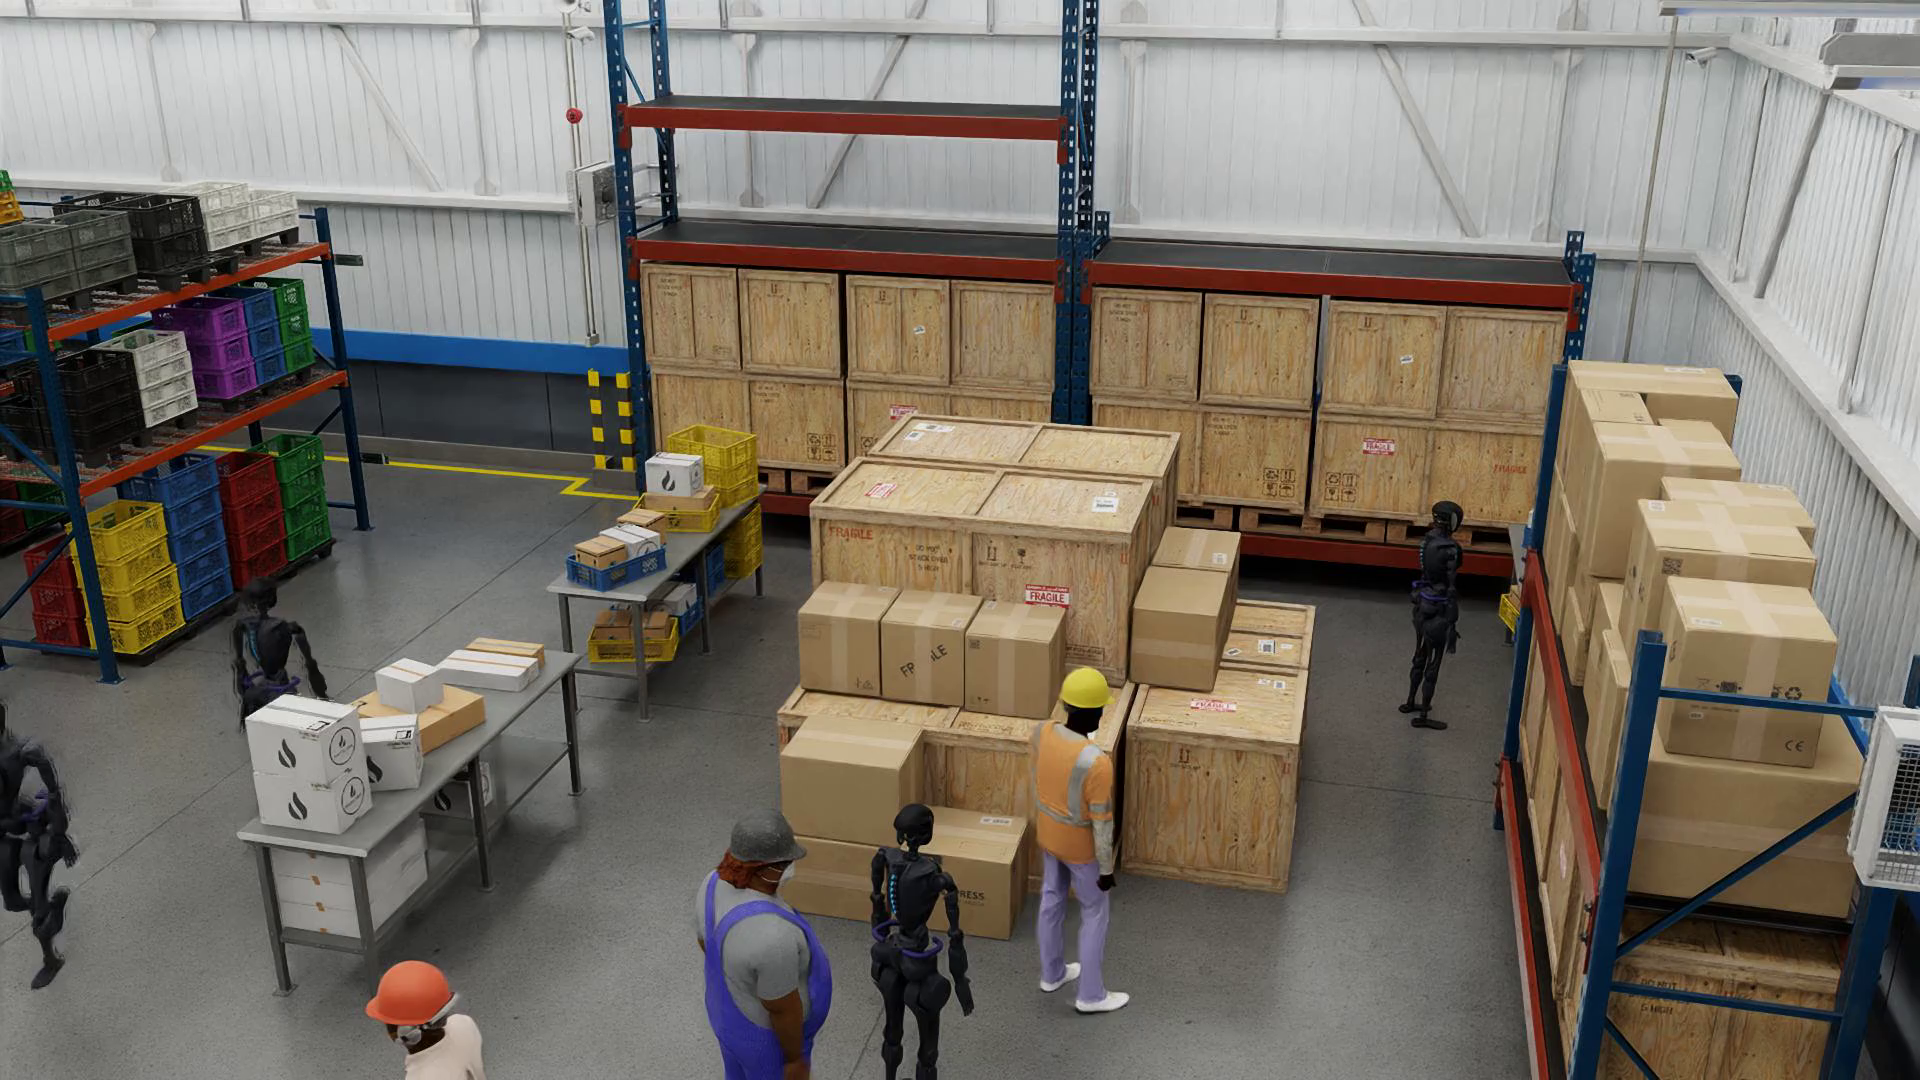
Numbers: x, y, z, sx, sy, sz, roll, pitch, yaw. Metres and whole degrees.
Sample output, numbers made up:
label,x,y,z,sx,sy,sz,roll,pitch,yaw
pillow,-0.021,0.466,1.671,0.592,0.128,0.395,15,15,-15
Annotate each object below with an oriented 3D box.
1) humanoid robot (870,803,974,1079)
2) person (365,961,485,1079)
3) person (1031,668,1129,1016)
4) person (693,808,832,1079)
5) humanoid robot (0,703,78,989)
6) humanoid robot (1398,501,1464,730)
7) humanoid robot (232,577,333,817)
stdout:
label,x,y,z,sx,sy,sz,roll,pitch,yaw
humanoid robot,-0.208,1.995,7.848,0.581,1.655,0.340,18,27,39
person,-1.933,2.442,6.242,0.393,1.992,0.620,0,21,0
person,0.604,1.554,8.680,0.387,1.916,0.600,-15,26,-35
person,-0.814,2.056,7.189,0.537,2.000,0.678,-13,25,-31
humanoid robot,-5.087,1.563,9.005,0.568,1.640,0.575,0,21,1
humanoid robot,3.357,0.505,11.735,0.308,1.656,0.613,-2,21,-4
humanoid robot,-4.294,1.020,10.443,0.577,1.636,0.668,7,22,19
